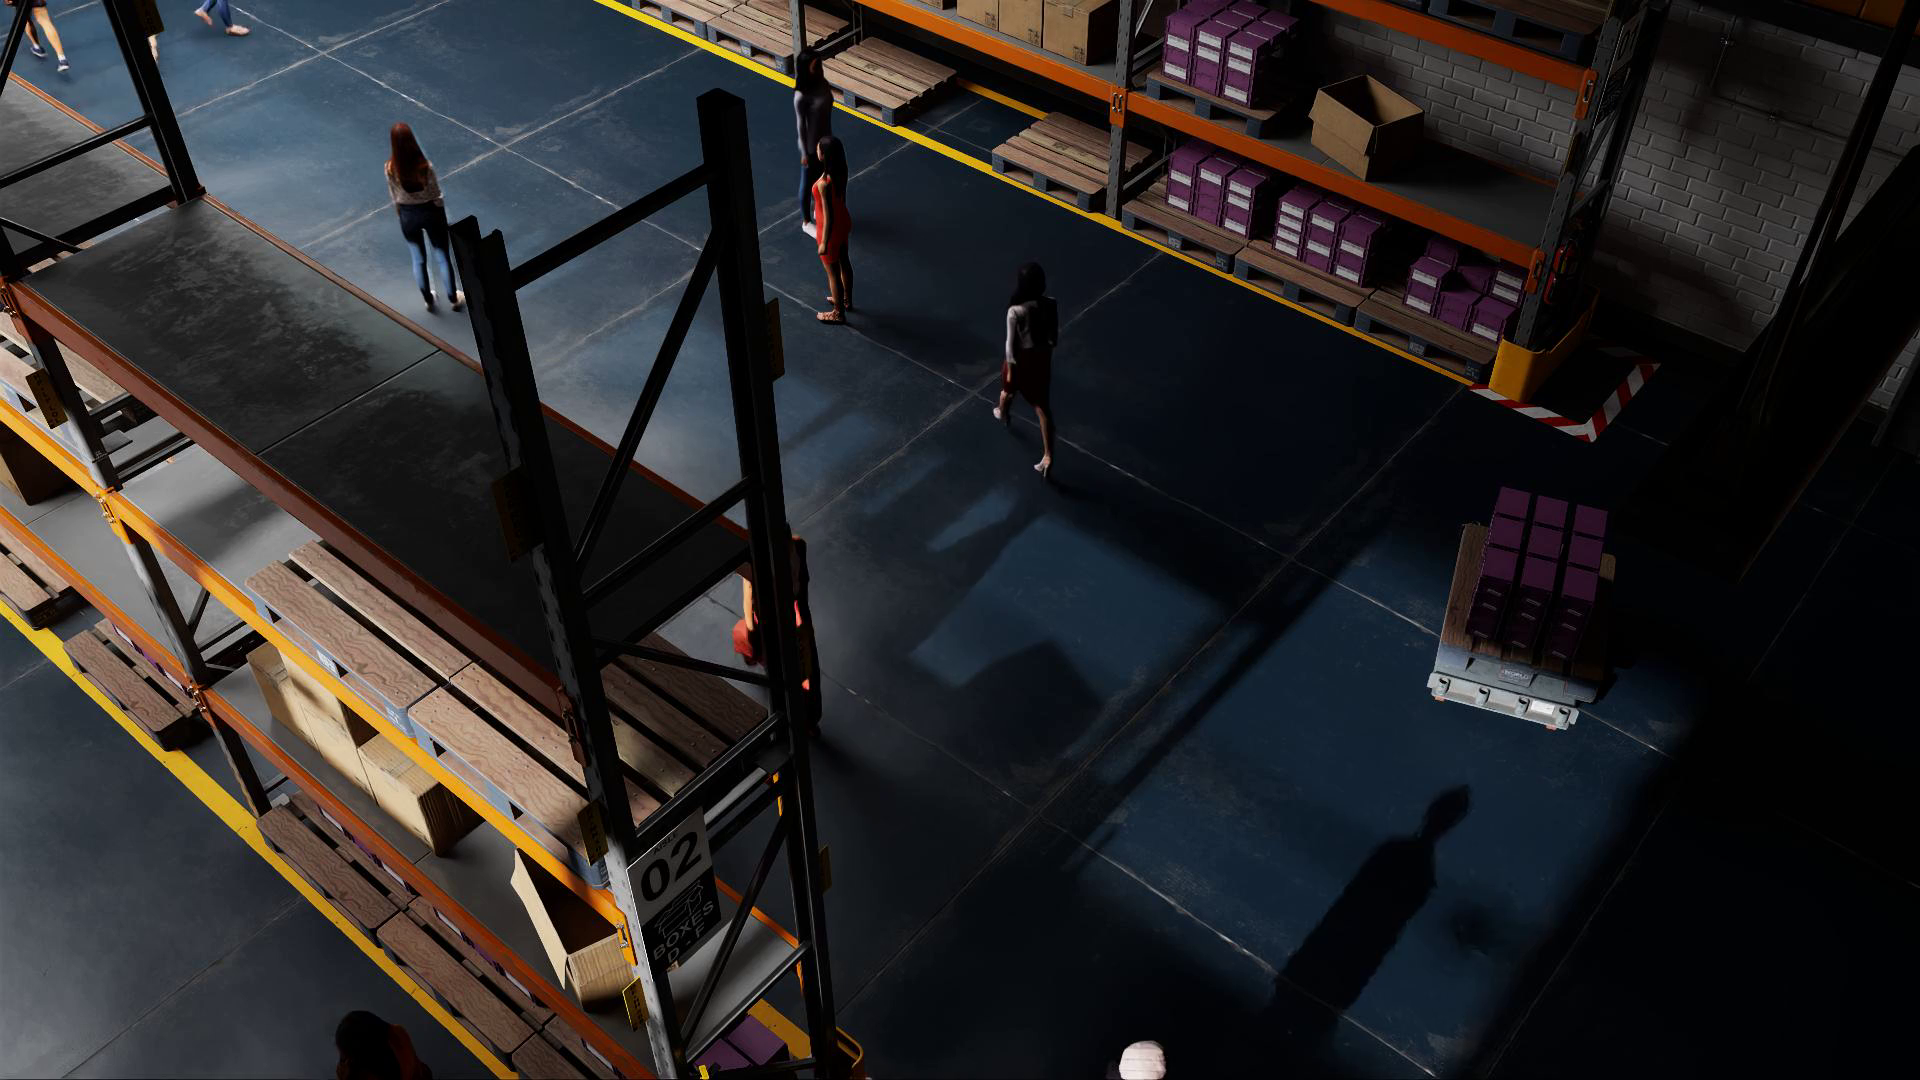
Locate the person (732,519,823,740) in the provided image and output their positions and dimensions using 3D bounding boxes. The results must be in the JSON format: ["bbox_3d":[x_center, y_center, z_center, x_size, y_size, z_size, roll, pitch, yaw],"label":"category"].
[{"bbox_3d":[-1.200,0.414,10.546,0.879,1.772,1.244,-22,48,-22],"label":"person"}]

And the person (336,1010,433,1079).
[{"bbox_3d":[-2.822,2.798,8.127,1.237,1.657,0.730,27,50,25],"label":"person"}]

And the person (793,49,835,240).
[{"bbox_3d":[-1.296,-3.523,14.706,0.566,1.735,0.631,22,48,22],"label":"person"}]

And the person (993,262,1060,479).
[{"bbox_3d":[0.555,-1.230,12.327,0.937,1.696,1.216,-18,47,-18],"label":"person"}]

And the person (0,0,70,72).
[{"bbox_3d":[-9.457,-5.568,16.851,0.791,1.737,1.232,-29,51,-27],"label":"person"}]

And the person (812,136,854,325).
[{"bbox_3d":[-1.038,-2.559,13.704,0.635,1.719,0.657,13,45,14],"label":"person"}]

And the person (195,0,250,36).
[{"bbox_3d":[-7.953,-6.026,17.433,0.884,1.596,0.822,-4,44,-4],"label":"person"}]

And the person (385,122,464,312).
[{"bbox_3d":[-4.478,-2.673,13.817,0.646,1.729,0.695,-6,44,-6],"label":"person"}]
